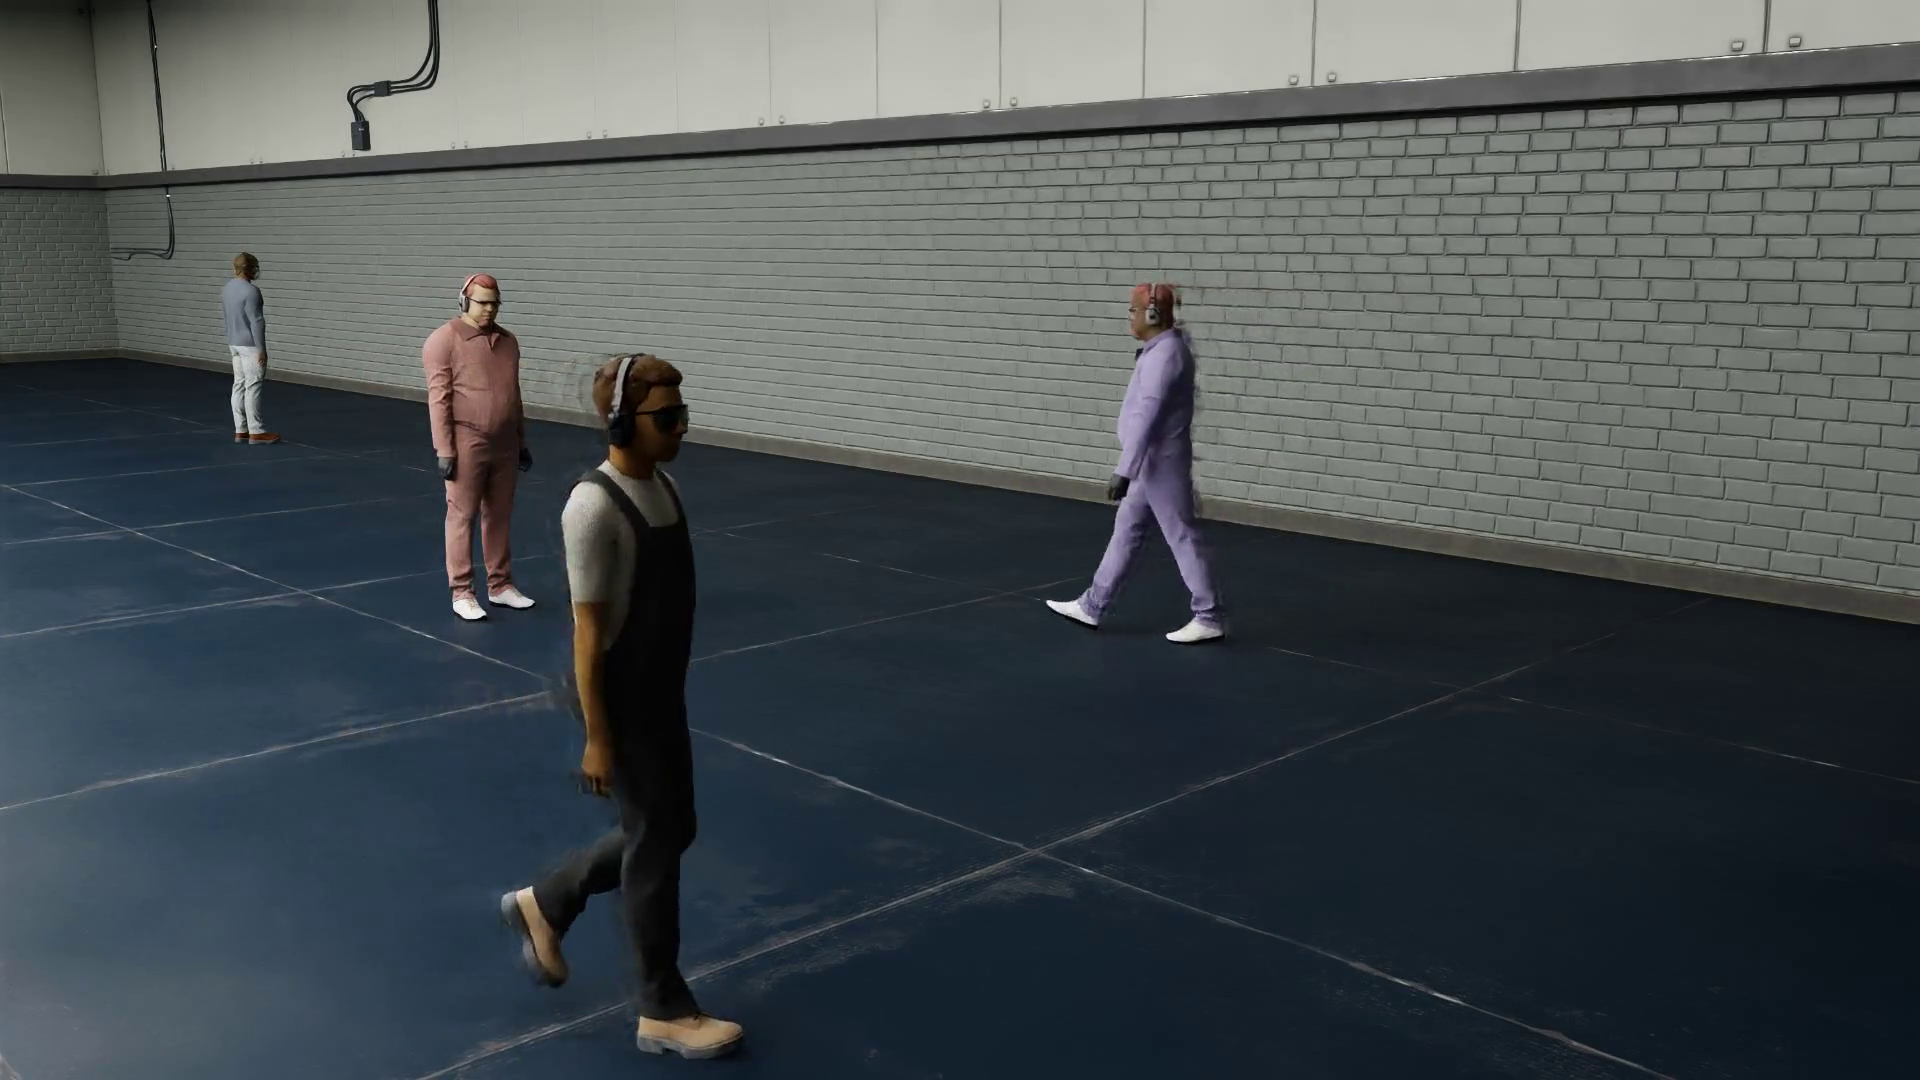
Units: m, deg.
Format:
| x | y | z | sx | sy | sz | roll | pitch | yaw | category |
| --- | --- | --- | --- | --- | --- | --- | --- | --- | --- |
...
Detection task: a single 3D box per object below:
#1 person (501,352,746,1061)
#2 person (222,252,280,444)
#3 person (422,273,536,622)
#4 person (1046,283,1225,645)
| x | y | z | sx | sy | sz | roll | pitch | yaw | category |
| --- | --- | --- | --- | --- | --- | --- | --- | --- | --- |
| -0.907 | 0.425 | 4.324 | 0.656 | 1.830 | 0.516 | 3 | 11 | 15 | person |
| -7.273 | -1.958 | 16.987 | 0.634 | 1.936 | 0.351 | 9 | 14 | 40 | person |
| -2.645 | -0.523 | 9.269 | 0.406 | 1.901 | 0.639 | 6 | 12 | 32 | person |
| 0.941 | -0.388 | 8.627 | 0.981 | 1.854 | 0.657 | 1 | 10 | 7 | person |
